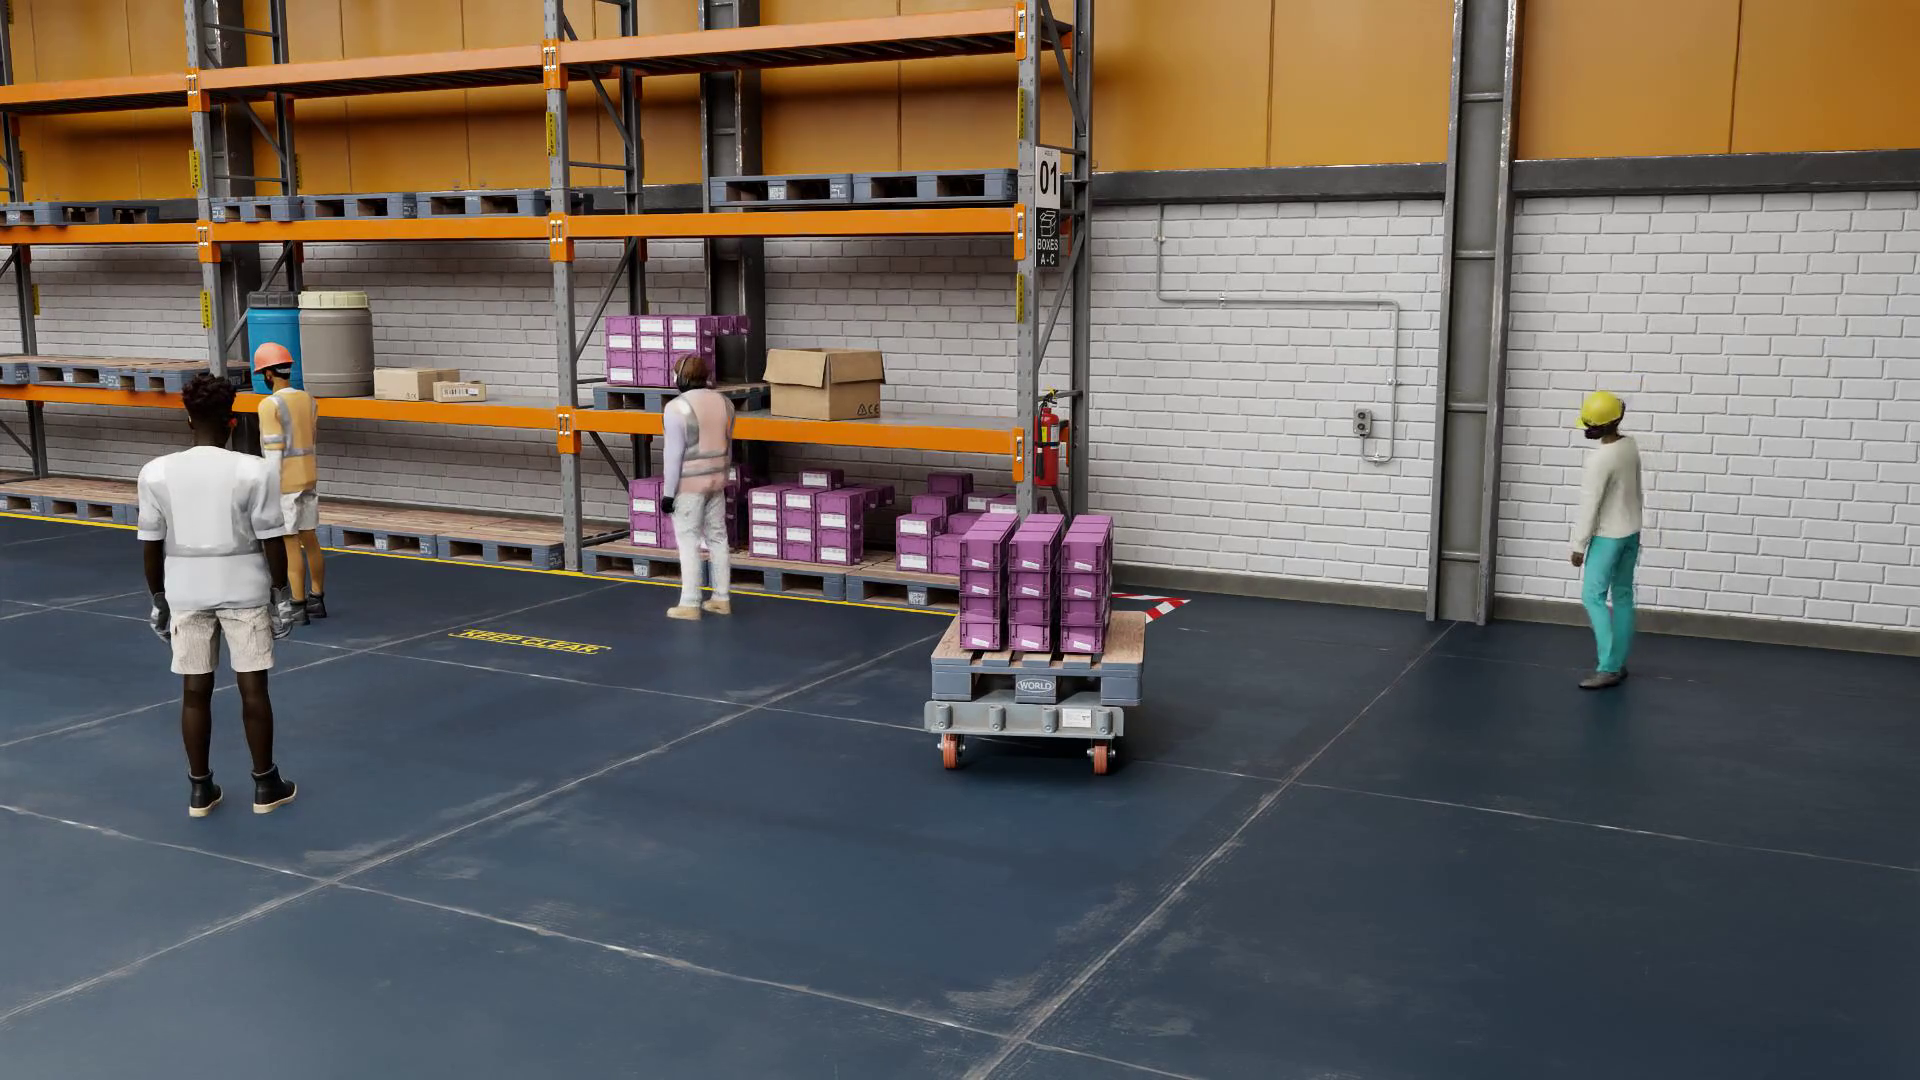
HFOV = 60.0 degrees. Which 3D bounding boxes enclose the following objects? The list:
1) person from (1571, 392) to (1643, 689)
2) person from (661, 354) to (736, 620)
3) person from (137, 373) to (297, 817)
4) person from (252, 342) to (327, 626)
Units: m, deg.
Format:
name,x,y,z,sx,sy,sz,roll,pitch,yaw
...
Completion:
name,x,y,z,sx,sy,sz,roll,pitch,yaw
person,3.792,-0.008,9.699,0.641,1.722,0.320,-8,12,-40
person,-1.834,-0.369,11.541,0.429,1.843,0.627,7,11,37
person,-3.274,0.246,7.365,0.614,1.962,0.365,-1,9,-7
person,-4.581,-0.374,11.309,0.384,1.927,0.544,2,9,12
